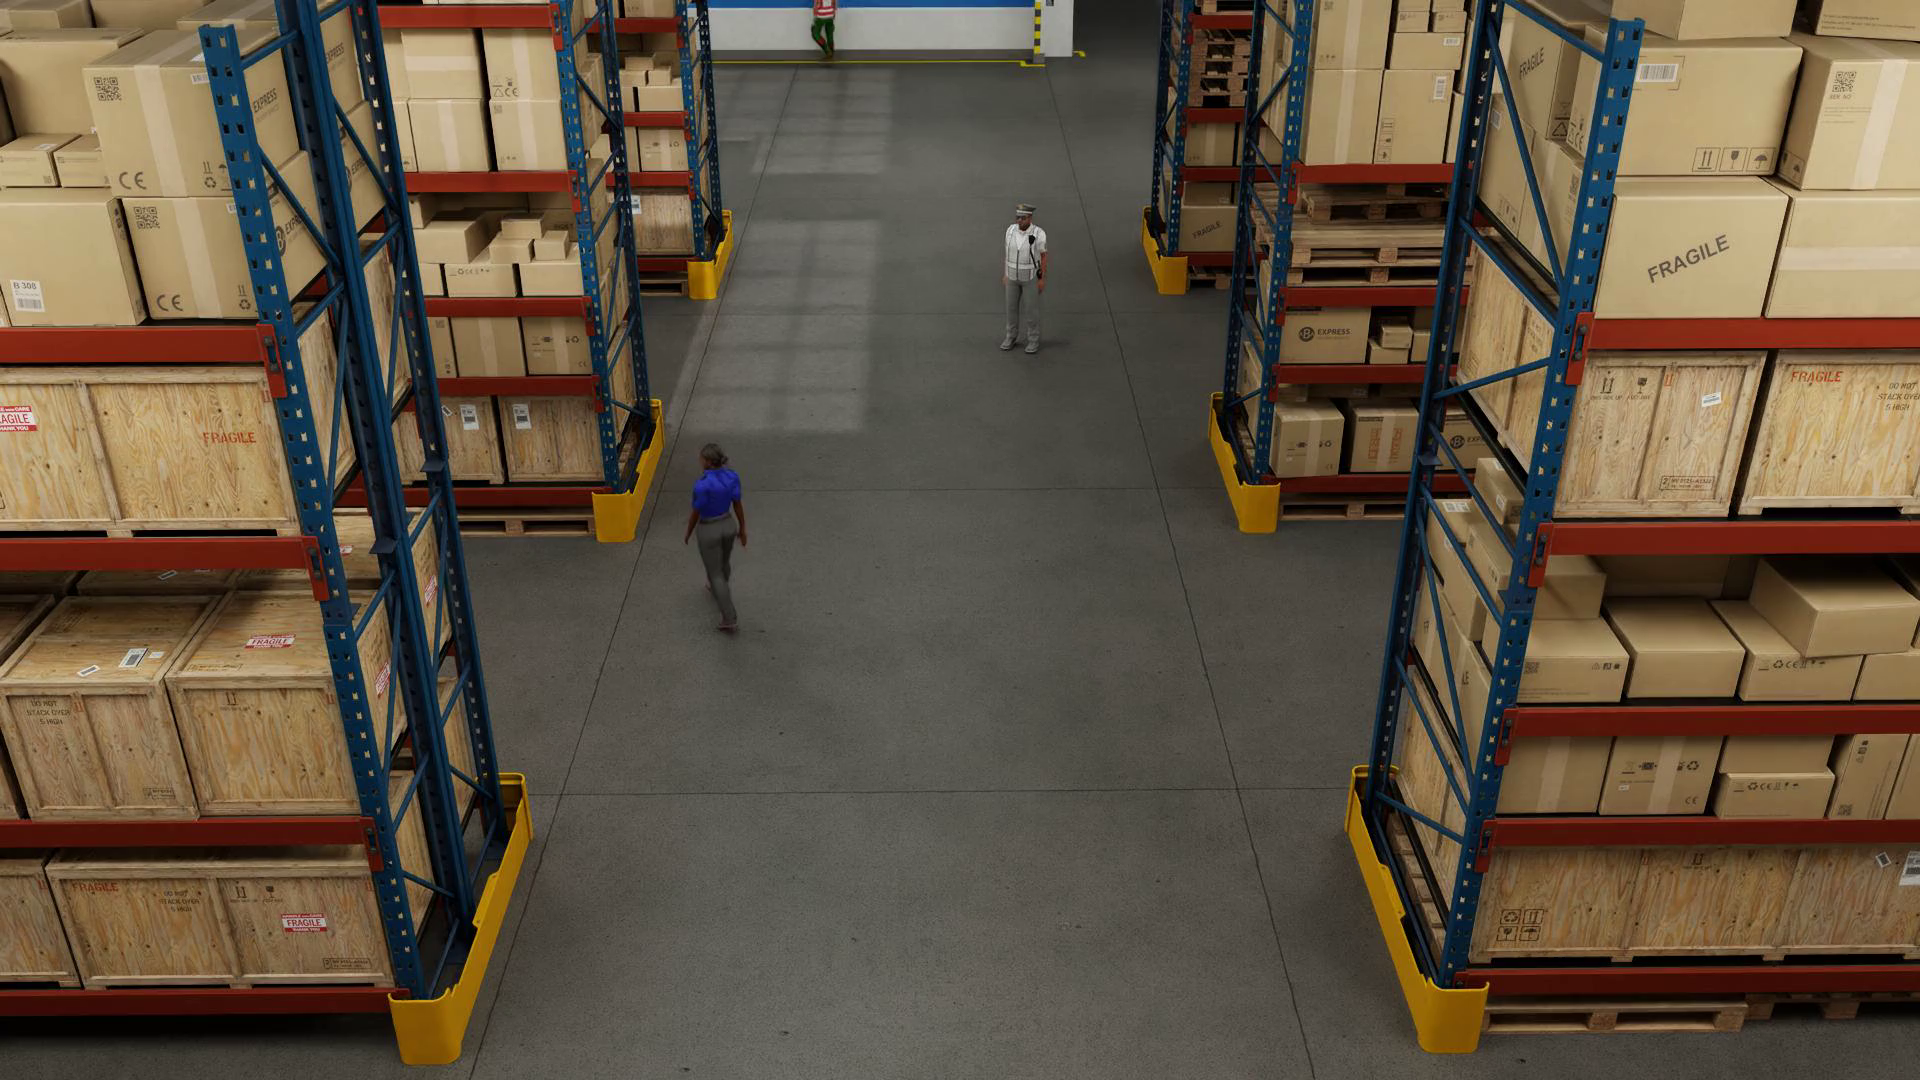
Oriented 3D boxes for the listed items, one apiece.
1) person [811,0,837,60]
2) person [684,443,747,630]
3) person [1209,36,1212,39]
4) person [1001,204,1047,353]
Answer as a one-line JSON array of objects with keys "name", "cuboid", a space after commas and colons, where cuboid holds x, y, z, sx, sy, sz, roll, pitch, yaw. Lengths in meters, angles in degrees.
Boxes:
[{"name": "person", "cuboid": [-2.739, -10.538, 33.453, 0.672, 1.783, 0.580, -19, 33, -31]}, {"name": "person", "cuboid": [-2.104, -0.086, 14.186, 0.478, 1.647, 0.842, -23, 36, -36]}, {"name": "person", "cuboid": [4.279, -8.186, 29.082, 0.548, 1.777, 0.624, 24, 37, 37]}, {"name": "person", "cuboid": [0.745, -3.120, 19.702, 0.530, 1.771, 0.407, 11, 30, 19]}]
